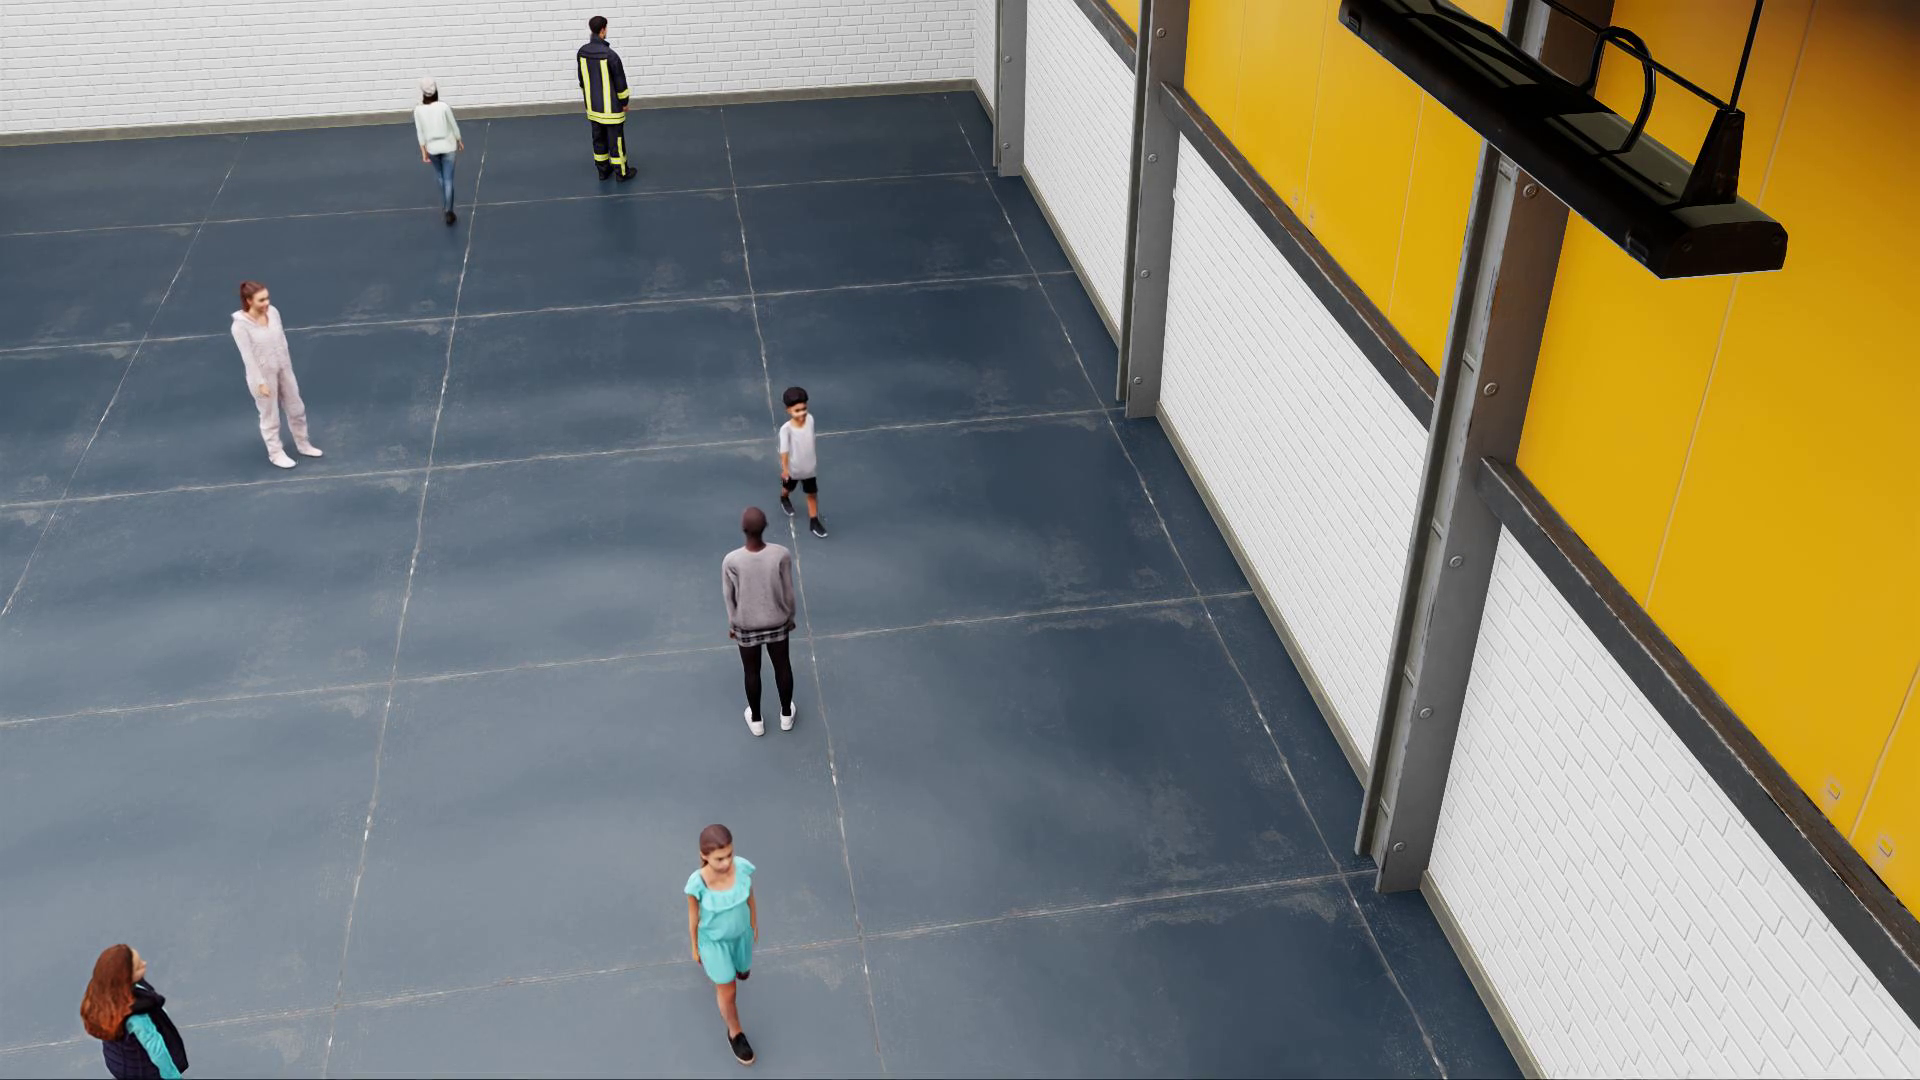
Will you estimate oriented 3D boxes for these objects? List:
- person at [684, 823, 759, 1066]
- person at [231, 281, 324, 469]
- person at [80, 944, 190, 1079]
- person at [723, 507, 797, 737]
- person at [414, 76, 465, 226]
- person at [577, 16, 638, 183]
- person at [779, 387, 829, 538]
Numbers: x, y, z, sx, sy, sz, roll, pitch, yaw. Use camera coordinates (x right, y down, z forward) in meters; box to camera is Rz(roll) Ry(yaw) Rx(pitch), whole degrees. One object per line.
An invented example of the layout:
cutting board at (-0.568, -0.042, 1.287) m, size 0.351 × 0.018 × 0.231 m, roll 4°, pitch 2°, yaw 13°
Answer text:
person at (-1.293, 2.073, 8.918) m, size 0.744 × 1.543 × 0.993 m, roll -17°, pitch 37°, yaw -24°
person at (-5.870, -1.413, 14.035) m, size 0.816 × 1.684 × 0.741 m, roll 17°, pitch 37°, yaw 24°
person at (-4.006, 2.559, 8.225) m, size 0.746 × 1.499 × 0.668 m, roll -28°, pitch 43°, yaw -35°
person at (-1.314, 0.537, 11.022) m, size 0.624 × 1.771 × 0.538 m, roll -7°, pitch 34°, yaw -11°
person at (-5.753, -4.305, 18.451) m, size 0.663 × 1.612 × 1.001 m, roll -2°, pitch 34°, yaw -3°
person at (-4.158, -5.154, 19.449) m, size 0.894 × 1.922 × 0.893 m, roll 13°, pitch 36°, yaw 19°
person at (-1.313, -0.668, 13.312) m, size 0.716 × 1.243 × 0.943 m, roll -19°, pitch 38°, yaw -27°
